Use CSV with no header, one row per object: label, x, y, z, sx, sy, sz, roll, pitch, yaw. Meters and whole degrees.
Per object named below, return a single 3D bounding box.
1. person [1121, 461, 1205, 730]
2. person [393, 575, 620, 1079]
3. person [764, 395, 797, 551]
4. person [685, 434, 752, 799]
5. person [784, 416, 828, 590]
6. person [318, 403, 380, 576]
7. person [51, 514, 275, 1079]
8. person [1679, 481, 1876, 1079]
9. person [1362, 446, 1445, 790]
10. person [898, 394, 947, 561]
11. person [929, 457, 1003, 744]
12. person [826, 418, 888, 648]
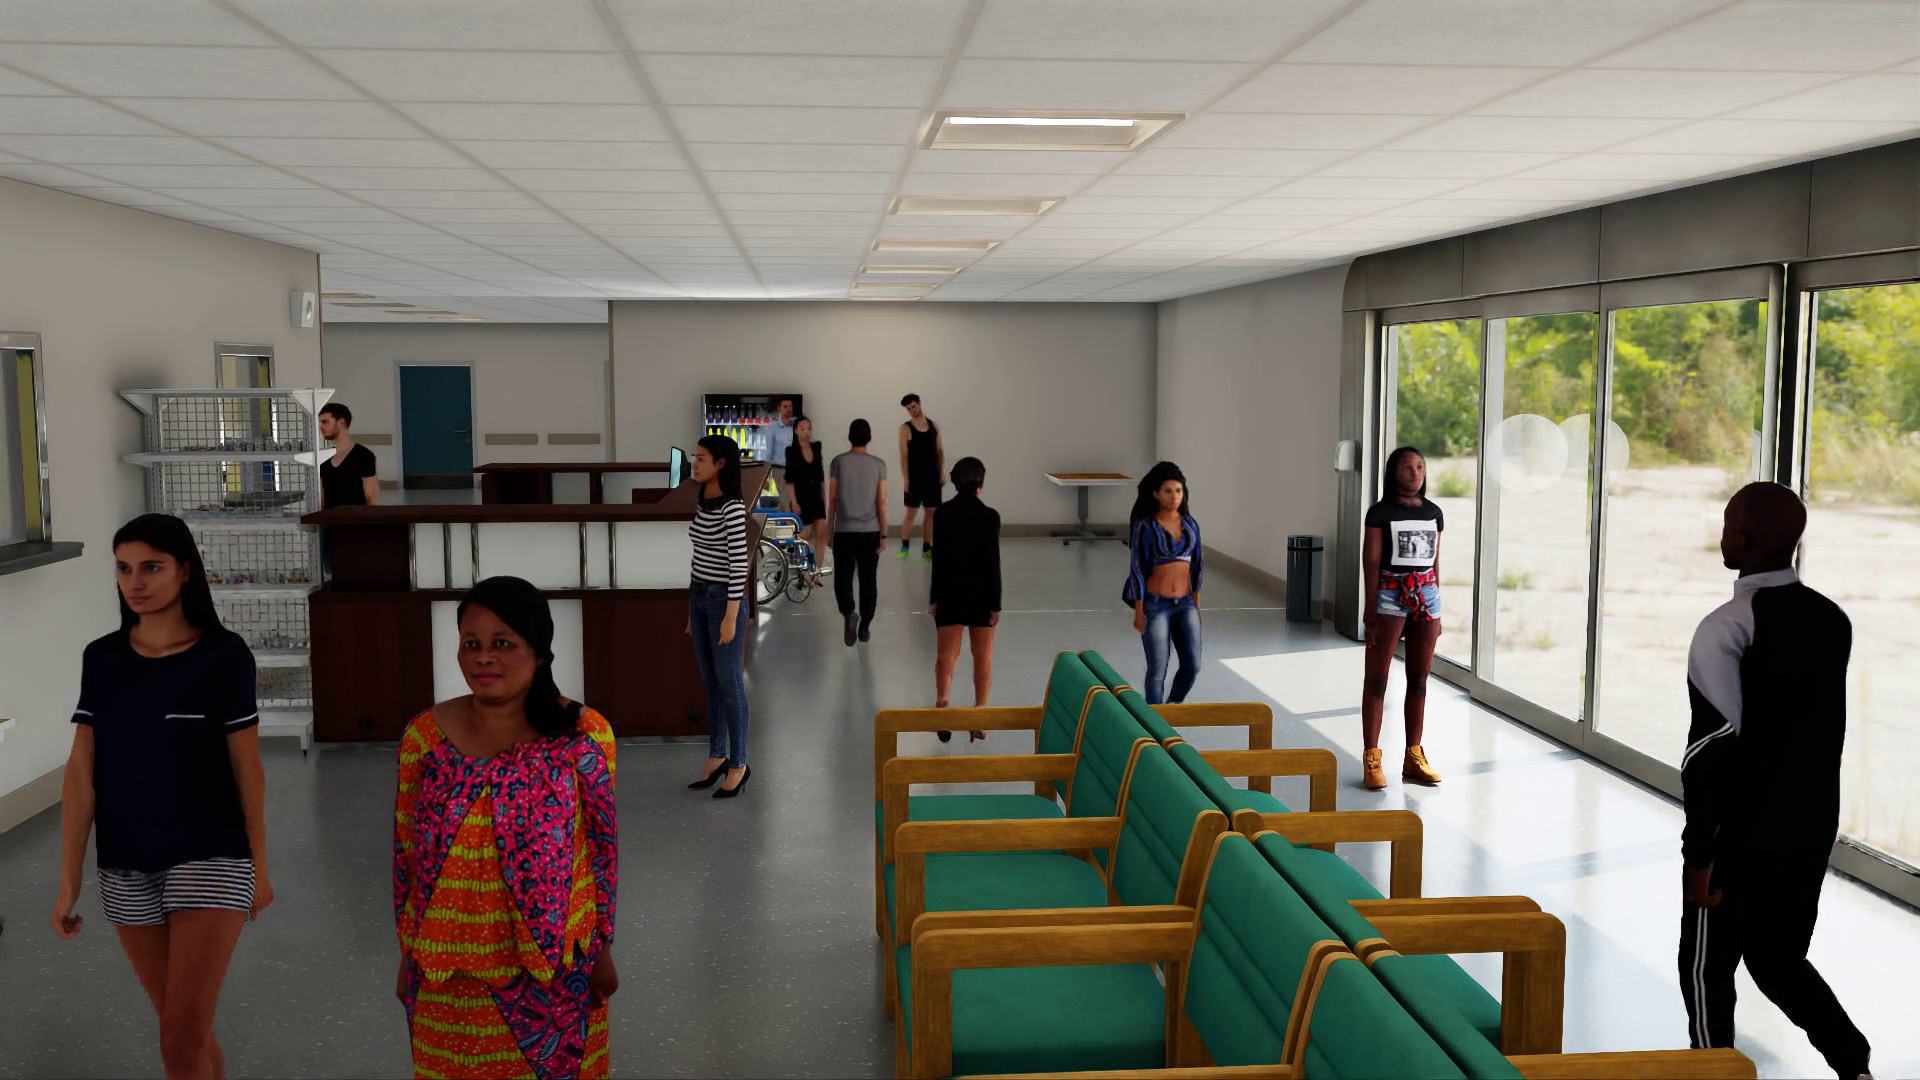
person,1.099,0.378,9.087,0.612,1.611,0.758,-2,6,-19
person,-0.987,0.888,3.670,0.572,1.681,0.693,-1,6,-6
person,-2.027,-0.720,19.056,1.274,1.801,1.191,-4,7,-37
person,-1.194,0.370,8.245,0.641,1.797,0.643,-4,7,-35
person,-1.525,-0.337,15.912,0.712,1.668,0.816,-5,8,-41
person,-4.272,-0.018,11.662,0.701,1.885,0.848,1,6,11
person,-1.899,0.813,4.119,0.880,1.741,0.715,1,6,5
person,2.122,0.764,4.261,0.915,1.809,0.836,-2,6,-17
person,2.251,0.381,8.470,0.594,1.729,0.711,-2,6,-17
person,-0.385,-0.701,18.558,0.912,1.862,0.774,5,8,41
person,0.014,0.377,9.085,0.982,1.613,0.821,1,6,13
person,-0.779,-0.034,12.604,0.972,1.727,0.715,-1,6,-7
